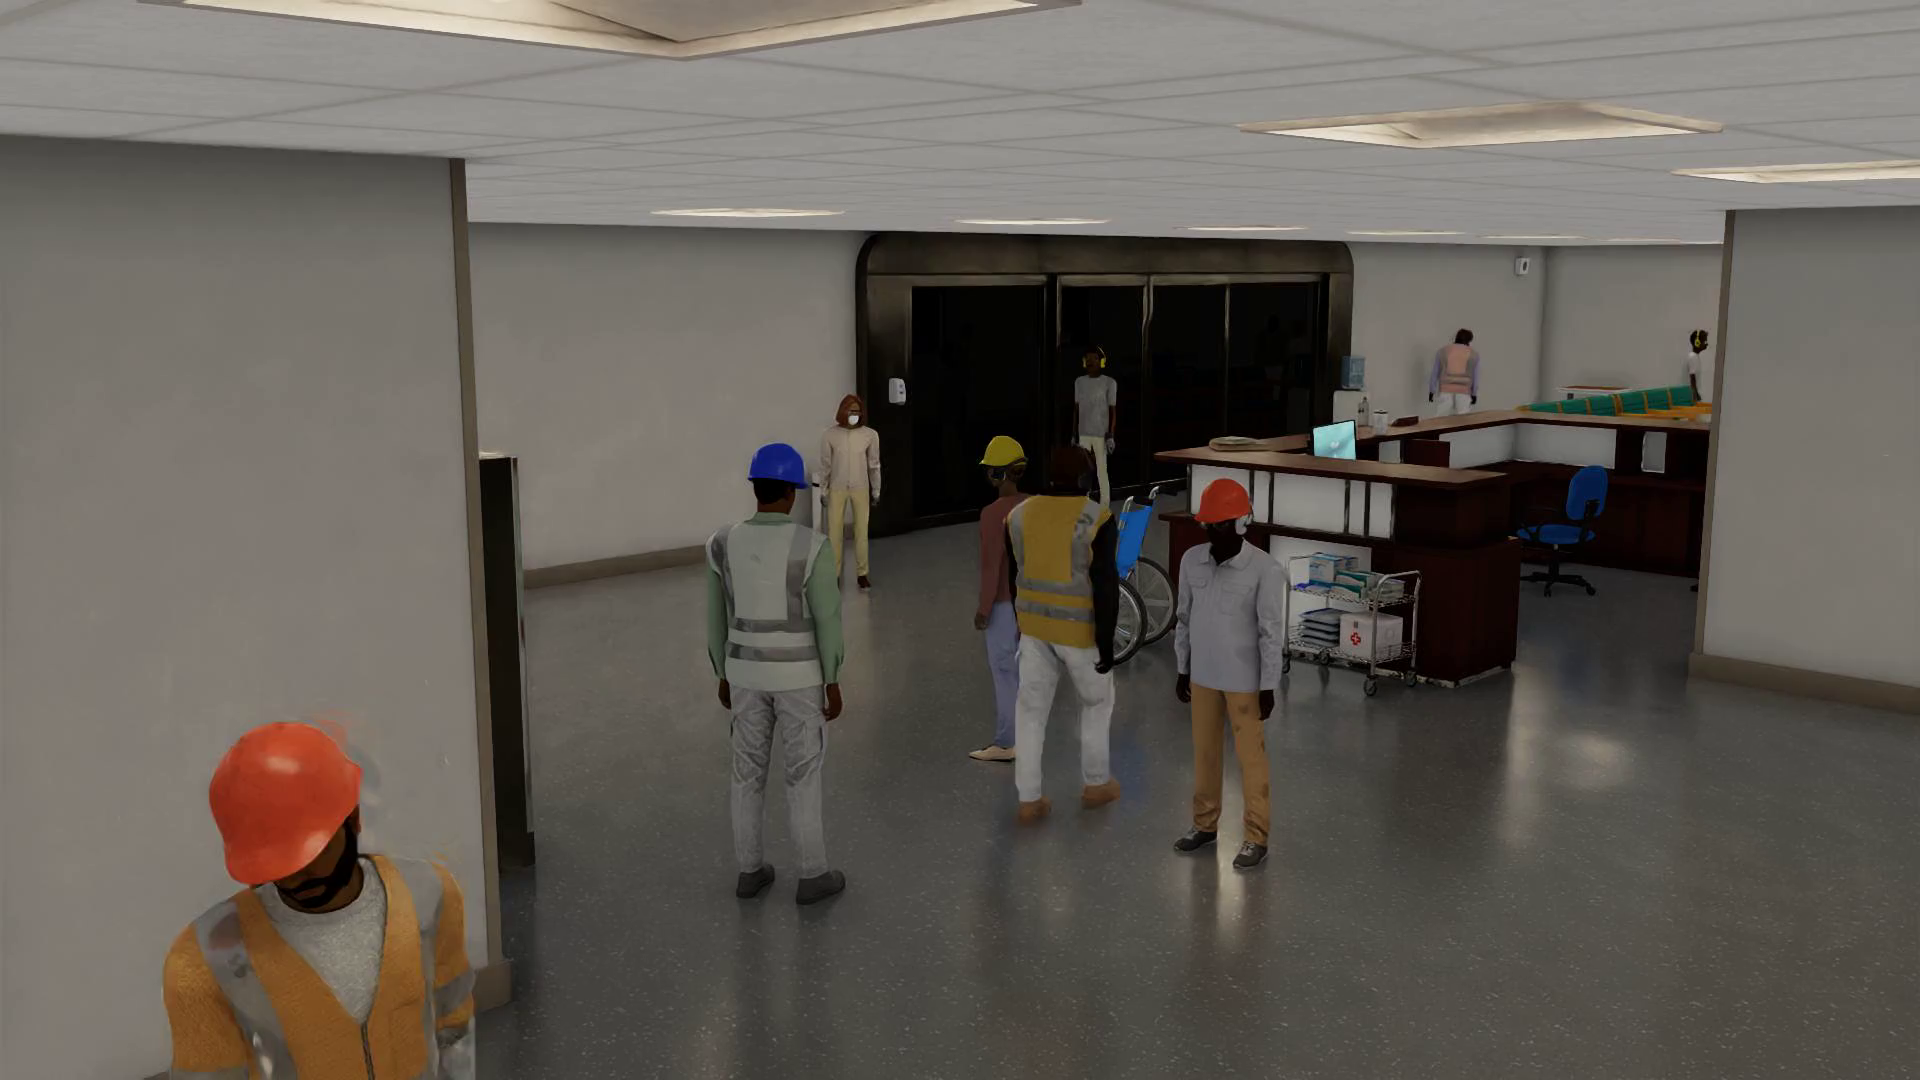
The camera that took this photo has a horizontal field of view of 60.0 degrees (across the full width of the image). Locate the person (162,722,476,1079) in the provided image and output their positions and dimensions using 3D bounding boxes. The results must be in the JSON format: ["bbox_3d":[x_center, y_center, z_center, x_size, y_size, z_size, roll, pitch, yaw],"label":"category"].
[{"bbox_3d":[-1.103,1.214,3.132,0.492,1.889,0.696,9,13,42],"label":"person"}]

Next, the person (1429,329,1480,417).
[{"bbox_3d":[7.004,-2.102,23.746,0.775,1.810,0.434,3,10,18],"label":"person"}]

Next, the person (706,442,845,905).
[{"bbox_3d":[-0.762,0.563,6.971,0.602,1.938,0.400,3,10,19],"label":"person"}]

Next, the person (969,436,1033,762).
[{"bbox_3d":[0.243,0.318,9.006,0.310,1.769,0.522,5,11,30],"label":"person"}]

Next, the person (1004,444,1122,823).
[{"bbox_3d":[0.529,0.438,8.112,0.666,1.805,0.785,6,11,32],"label":"person"}]

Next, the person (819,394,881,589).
[{"bbox_3d":[-0.914,-0.399,13.827,0.511,1.627,0.285,-1,9,-8],"label":"person"}]

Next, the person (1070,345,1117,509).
[{"bbox_3d":[1.371,-1.072,17.192,0.520,1.876,0.326,6,11,30],"label":"person"}]

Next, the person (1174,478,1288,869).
[{"bbox_3d":[1.177,0.587,7.424,0.563,1.742,0.361,9,13,44],"label":"person"}]
